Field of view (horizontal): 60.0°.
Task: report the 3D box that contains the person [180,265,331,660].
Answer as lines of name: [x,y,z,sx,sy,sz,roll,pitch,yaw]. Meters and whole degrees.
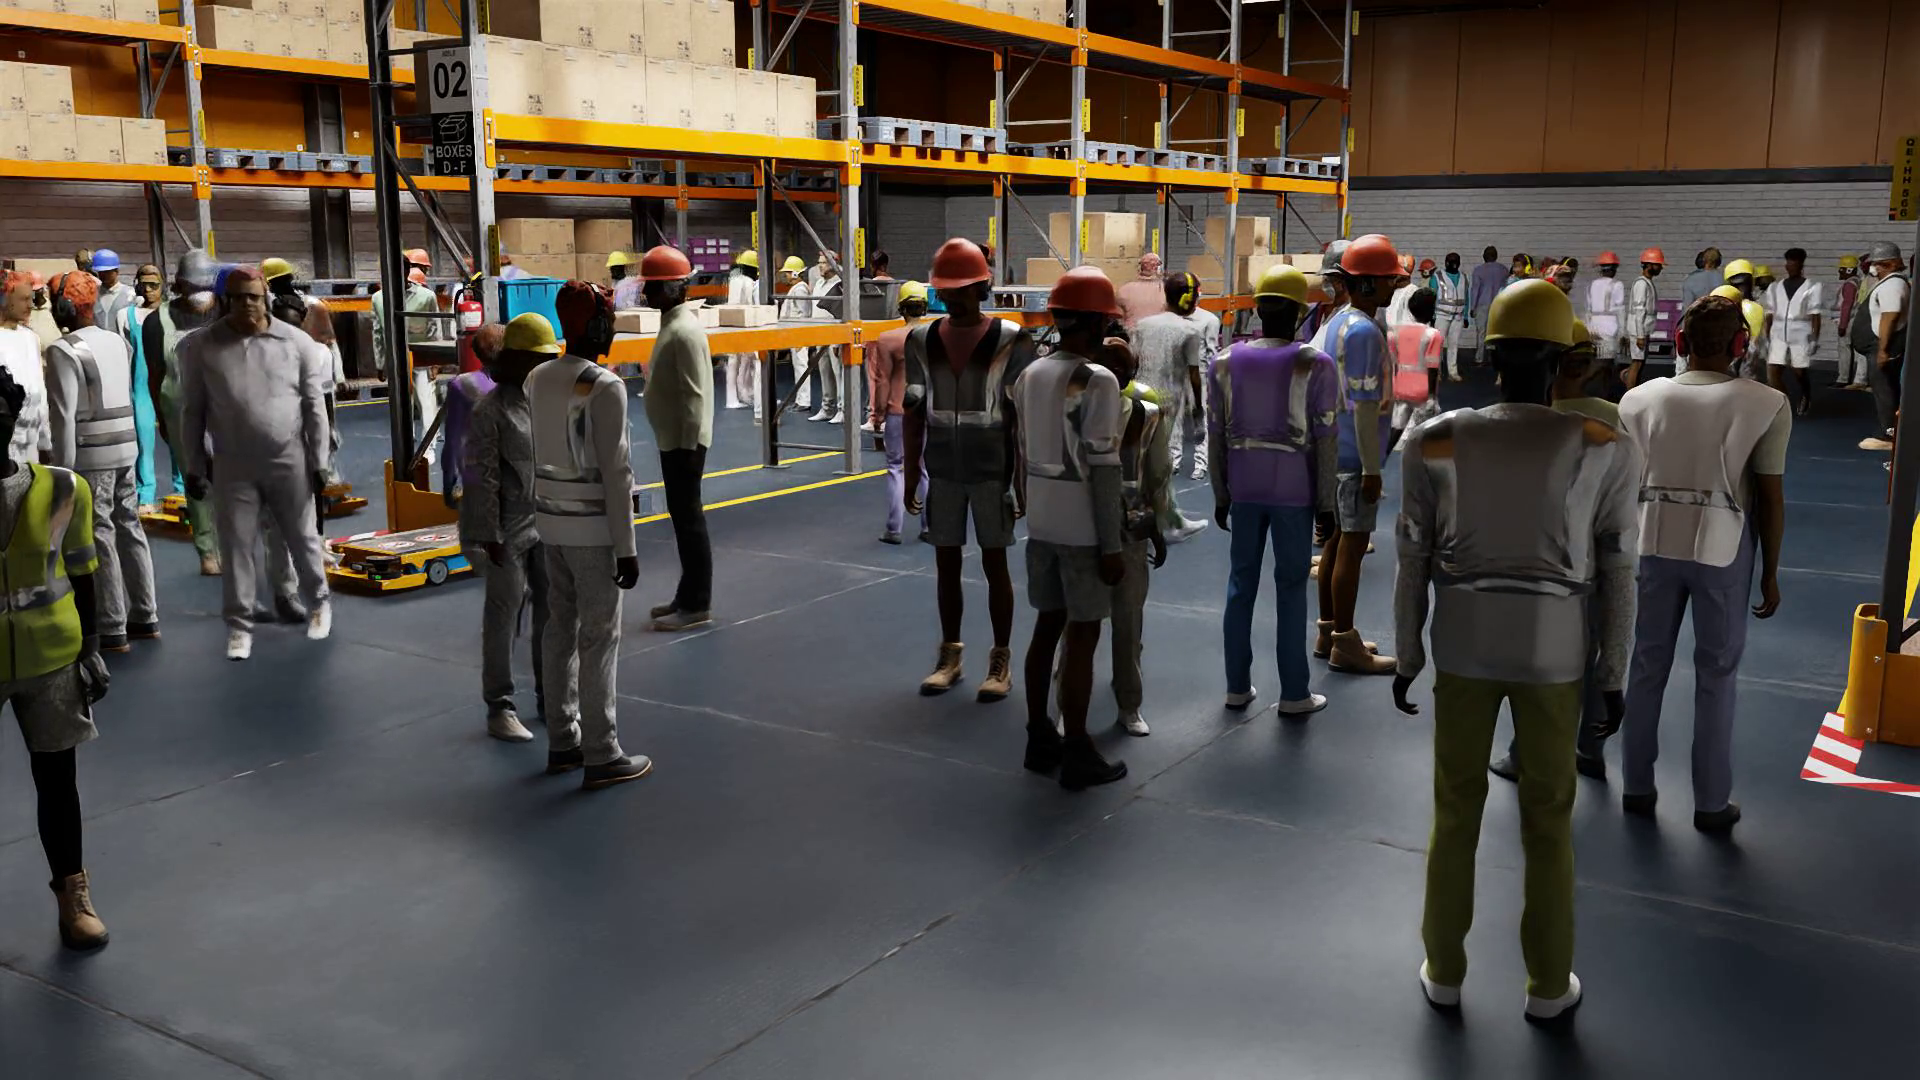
person: [-3.456,-0.386,8.199,0.666,1.913,0.522,-4,11,-23]

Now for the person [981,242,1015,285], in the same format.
person: [0.533,-3.339,24.286,0.700,1.985,0.531,-2,10,-11]

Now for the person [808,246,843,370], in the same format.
person: [-2.054,-3.592,25.825,0.636,1.936,0.357,1,10,8]

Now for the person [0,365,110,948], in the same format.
person: [-2.667,0.349,4.649,0.531,1.698,0.320,-8,13,-38]

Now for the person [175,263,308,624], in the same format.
person: [-3.696,-0.474,8.641,0.676,1.896,0.625,8,13,38]

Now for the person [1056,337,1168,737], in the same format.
person: [0.592,-0.006,6.777,0.522,1.640,0.306,-1,10,-8]

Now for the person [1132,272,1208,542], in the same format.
person: [1.315,-0.816,10.787,0.996,1.813,0.553,-10,14,-43]

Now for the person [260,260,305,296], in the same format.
person: [-6.745,-1.858,16.499,0.560,1.836,0.393,-8,13,-38]

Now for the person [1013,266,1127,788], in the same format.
person: [0.434,-0.050,6.227,0.387,1.929,0.544,-7,12,-32]

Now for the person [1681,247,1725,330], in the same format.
person: [8.686,-2.427,19.360,0.631,1.940,0.372,1,10,3]

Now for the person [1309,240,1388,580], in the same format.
person: [2.283,-0.789,10.003,0.535,2.000,0.684,1,10,6]

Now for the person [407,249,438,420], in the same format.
person: [-6.112,-2.313,18.782,0.391,1.926,0.547,-10,14,-43]

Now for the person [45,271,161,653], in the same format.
person: [-4.256,-0.380,8.207,0.355,1.876,0.573,1,10,5]

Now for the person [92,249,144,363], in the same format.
person: [-7.702,-1.670,15.166,0.609,1.938,0.411,-1,10,-6]

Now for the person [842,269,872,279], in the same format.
person: [-1.342,-2.838,21.490,0.629,1.992,0.400,-3,11,-18]

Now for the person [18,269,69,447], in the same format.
person: [-8.986,-1.774,16.304,0.573,1.738,0.354,-5,12,-28]

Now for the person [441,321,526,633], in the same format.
person: [-2.277,-0.273,8.287,0.551,1.618,0.566,-9,13,-40]

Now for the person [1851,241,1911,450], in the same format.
person: [8.959,-1.904,16.180,0.536,2.000,0.702,7,12,34]

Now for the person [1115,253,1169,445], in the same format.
person: [1.831,-1.833,16.199,0.636,1.900,0.400,3,11,15]

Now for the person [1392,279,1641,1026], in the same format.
person: [1.428,0.293,4.329,0.594,1.922,0.385,4,11,21]

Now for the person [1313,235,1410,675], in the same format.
person: [1.885,-0.399,7.833,0.377,2.045,0.605,0,10,0]

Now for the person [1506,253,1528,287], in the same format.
person: [7.650,-3.002,22.805,0.345,1.847,0.508,7,12,34]

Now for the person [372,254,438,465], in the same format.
person: [-4.985,-1.624,15.011,0.584,1.911,0.390,0,10,-3]

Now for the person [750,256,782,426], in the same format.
person: [-2.129,-2.184,18.170,0.337,1.881,0.585,-1,10,-4]

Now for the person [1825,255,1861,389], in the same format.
person: [12.072,-2.965,22.667,0.403,1.825,0.593,7,12,35]

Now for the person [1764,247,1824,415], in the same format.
person: [9.281,-2.279,18.508,0.603,1.951,0.687,10,14,44]

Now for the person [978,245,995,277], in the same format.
person: [0.330,-3.147,23.305,0.374,1.958,0.606,1,10,7]

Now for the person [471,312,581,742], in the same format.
person: [-1.740,-0.054,6.792,0.320,1.737,0.487,7,12,35]

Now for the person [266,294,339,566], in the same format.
person: [-4.089,-0.659,10.225,0.539,1.698,0.318,-9,13,-39]

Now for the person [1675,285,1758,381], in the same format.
person: [4.711,-0.710,10.390,0.493,1.743,0.298,9,13,40]

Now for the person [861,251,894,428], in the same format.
person: [-0.825,-2.116,17.738,0.410,1.908,0.598,10,14,44]
